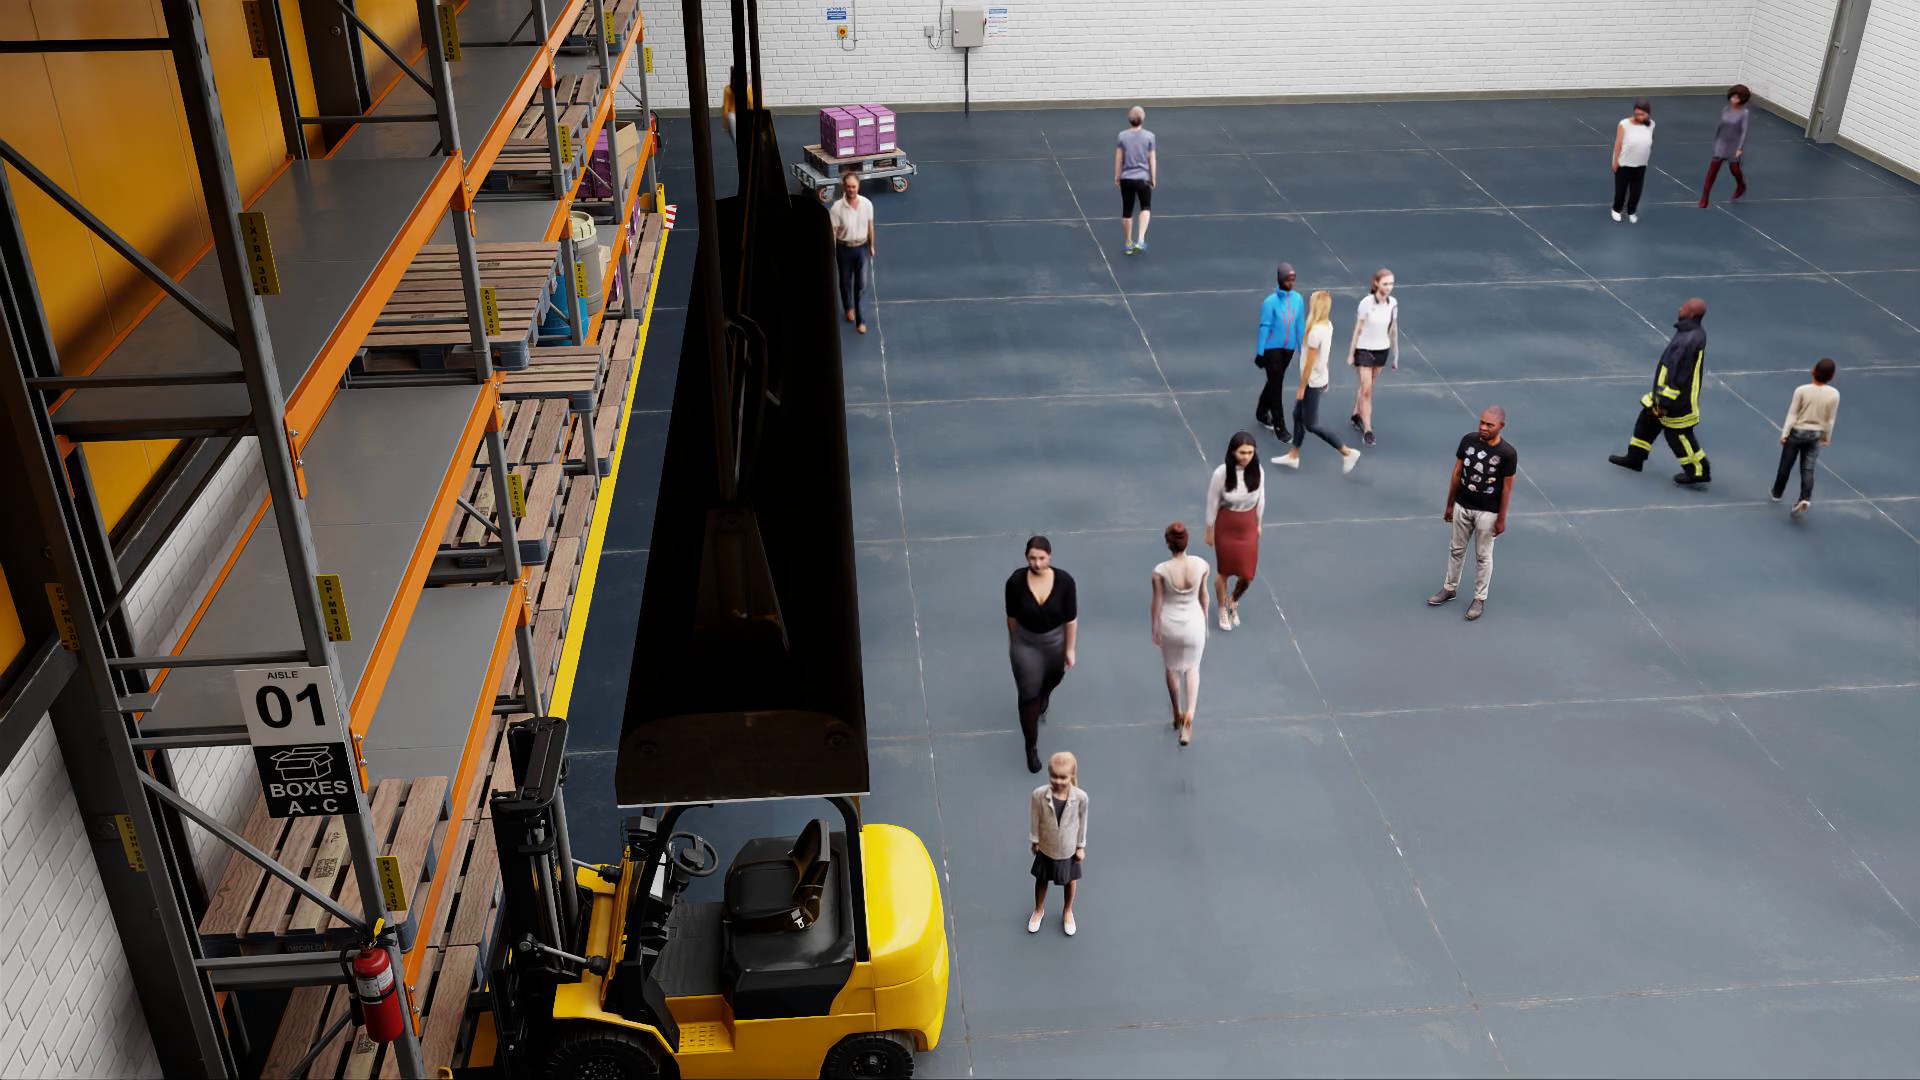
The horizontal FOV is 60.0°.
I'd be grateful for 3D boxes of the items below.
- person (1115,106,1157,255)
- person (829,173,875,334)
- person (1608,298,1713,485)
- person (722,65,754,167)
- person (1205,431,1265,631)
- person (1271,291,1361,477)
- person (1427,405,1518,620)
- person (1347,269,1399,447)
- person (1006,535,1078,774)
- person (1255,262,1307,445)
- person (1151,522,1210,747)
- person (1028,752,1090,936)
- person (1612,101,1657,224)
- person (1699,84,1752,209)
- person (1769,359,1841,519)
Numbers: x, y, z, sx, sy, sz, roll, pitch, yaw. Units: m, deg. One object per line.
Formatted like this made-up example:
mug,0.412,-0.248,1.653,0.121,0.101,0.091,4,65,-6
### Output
person,2.220,-4.531,21.117,0.772,1.878,0.739,7,29,12
person,-1.241,-3.311,18.949,0.750,1.813,1.226,-5,29,-9
person,6.709,-1.345,15.371,1.208,1.787,1.246,15,32,25
person,-3.136,-5.890,23.780,0.770,1.714,1.131,-9,30,-17
person,2.146,-0.083,13.110,0.621,1.737,0.584,-3,29,-5
person,3.392,-1.424,15.521,0.979,1.783,1.093,11,30,19
person,4.160,-0.250,13.345,0.751,1.805,0.818,23,36,36
person,4.015,-1.856,16.379,0.698,1.719,1.014,-7,29,-12
person,0.578,0.706,11.685,0.693,1.716,1.142,-1,29,-1
person,3.087,-1.893,16.400,0.873,1.764,1.111,-15,32,-25
person,1.554,0.706,11.627,0.627,1.772,0.875,0,29,-1
person,0.597,1.826,10.092,0.546,1.275,0.572,4,29,7
person,9.062,-5.114,22.409,0.716,1.664,0.763,-2,29,-3
person,10.690,-5.435,22.987,1.071,1.675,1.147,-18,33,-29
person,7.600,-0.898,14.913,0.773,1.441,1.010,6,29,11
